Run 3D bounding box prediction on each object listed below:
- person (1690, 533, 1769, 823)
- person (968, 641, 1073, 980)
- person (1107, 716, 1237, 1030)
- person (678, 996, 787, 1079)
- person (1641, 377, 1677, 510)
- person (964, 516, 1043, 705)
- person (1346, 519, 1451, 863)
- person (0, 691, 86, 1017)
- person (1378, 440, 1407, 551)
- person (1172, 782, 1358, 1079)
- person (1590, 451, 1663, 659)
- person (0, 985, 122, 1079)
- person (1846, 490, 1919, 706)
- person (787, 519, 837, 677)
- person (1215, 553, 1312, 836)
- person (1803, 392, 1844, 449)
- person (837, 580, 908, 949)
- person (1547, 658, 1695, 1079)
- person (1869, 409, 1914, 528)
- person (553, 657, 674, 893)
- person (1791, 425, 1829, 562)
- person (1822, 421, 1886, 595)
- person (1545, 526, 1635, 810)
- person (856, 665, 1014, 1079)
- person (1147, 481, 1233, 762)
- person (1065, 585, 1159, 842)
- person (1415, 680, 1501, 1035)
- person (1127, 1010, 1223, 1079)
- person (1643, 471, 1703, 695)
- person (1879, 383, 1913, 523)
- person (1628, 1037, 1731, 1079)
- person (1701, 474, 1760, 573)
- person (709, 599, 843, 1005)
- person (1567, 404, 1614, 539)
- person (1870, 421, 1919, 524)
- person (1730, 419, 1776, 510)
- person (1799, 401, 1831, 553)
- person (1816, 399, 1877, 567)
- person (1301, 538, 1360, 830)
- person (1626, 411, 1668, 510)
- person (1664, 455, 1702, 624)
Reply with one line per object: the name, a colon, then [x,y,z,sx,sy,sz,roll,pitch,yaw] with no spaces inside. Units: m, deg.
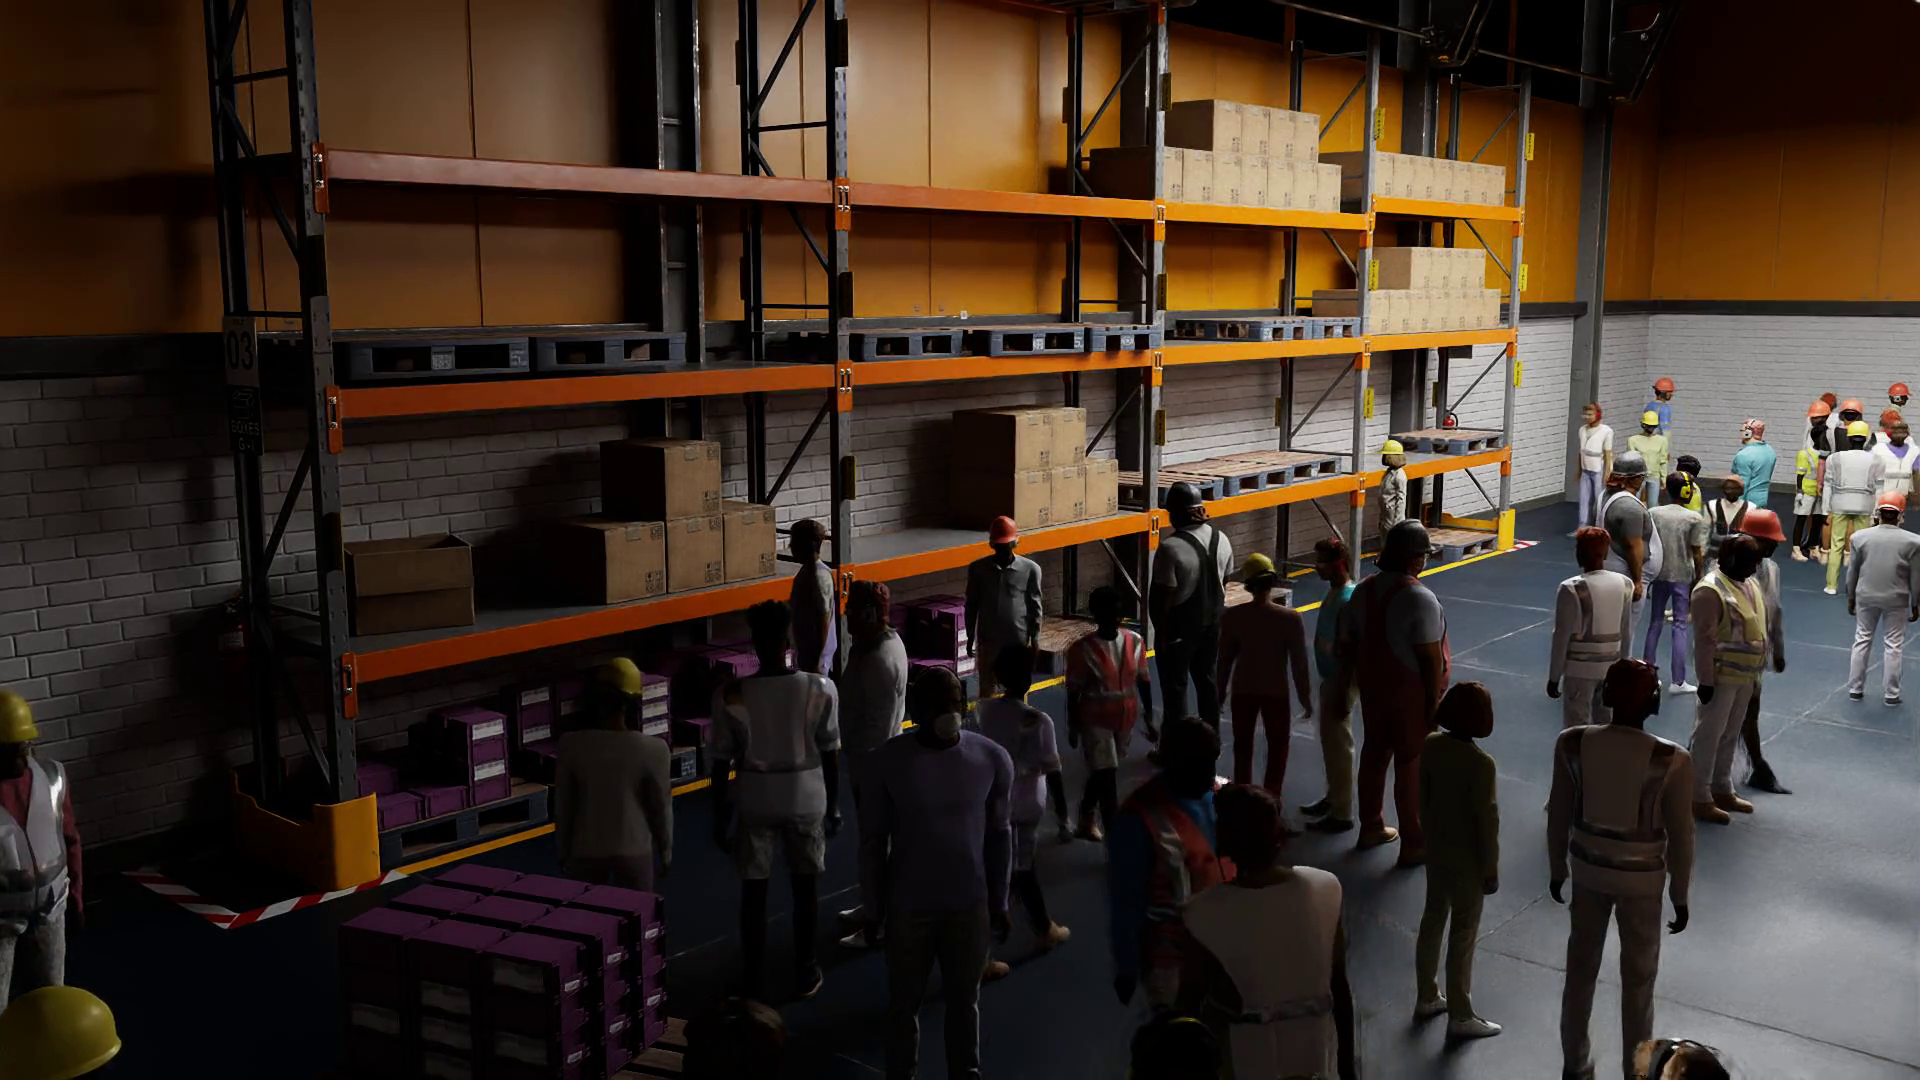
person: [4.918,0.865,10.640,0.637,1.840,0.429,-7,11,-38]
person: [0.295,1.329,8.264,0.799,1.656,0.574,-7,11,-40]
person: [0.908,1.562,6.228,0.663,1.823,0.583,-7,12,-40]
person: [-0.458,1.926,3.832,0.345,1.837,0.502,-2,9,-10]
person: [10.212,-1.352,24.290,0.391,2.040,0.615,-1,9,-5]
person: [0.308,0.689,12.062,0.572,1.748,0.335,1,9,9]
person: [2.656,0.877,9.918,0.536,2.000,0.677,-5,10,-29]
person: [-3.793,1.491,6.661,0.403,1.824,0.594,5,10,30]
person: [4.605,-0.200,17.824,0.297,1.744,0.487,-1,9,-8]
person: [0.969,1.689,5.396,0.607,1.817,0.521,-3,9,-20]
person: [5.556,0.268,13.851,0.537,2.000,0.679,-1,9,-4]
person: [-1.914,1.900,3.689,0.589,1.927,0.386,4,10,26]
person: [7.512,0.465,13.520,0.565,1.745,0.348,8,12,42]
person: [-1.011,0.769,11.248,0.344,1.846,0.506,-3,9,-16]
person: [1.887,0.956,10.362,0.587,1.747,0.398,3,9,20]
person: [12.427,-1.200,23.930,0.559,1.855,0.844,7,11,38]
person: [-0.472,1.146,8.619,0.410,1.909,0.643,0,9,-3]
person: [2.744,1.418,6.935,0.585,1.882,0.337,7,11,40]
person: [11.291,-0.657,20.315,0.586,1.882,0.343,4,10,26]
person: [-1.556,1.395,7.506,0.536,1.753,0.339,0,9,-3]
person: [10.476,-0.575,20.413,0.533,1.694,0.320,-2,9,-14]
person: [9.727,-0.337,18.145,0.587,1.920,0.397,4,10,26]
person: [4.039,0.846,10.659,0.578,1.875,0.343,-3,9,-21]
person: [-0.092,1.445,6.588,0.634,1.940,0.367,-2,9,-11]
person: [1.590,0.573,11.883,0.682,2.000,0.535,-6,11,-36]
person: [0.871,1.073,9.904,0.533,1.653,0.871,-5,10,-29]
person: [2.284,1.439,7.607,0.278,1.633,0.507,-3,9,-21]
person: [0.399,1.930,3.980,0.548,1.799,1.076,-3,9,-18]
person: [5.936,0.354,13.870,0.312,1.862,0.535,-8,12,-41]
person: [13.314,-1.243,23.744,0.380,1.995,0.611,3,9,16]
person: [1.584,1.971,3.575,0.501,1.827,0.498,-9,12,-44]
person: [7.350,0.166,15.867,0.524,1.612,0.454,6,11,34]
person: [-0.865,1.247,7.874,0.621,1.944,0.442,-1,9,-7]
person: [8.400,-0.893,22.012,0.426,1.834,0.563,-3,9,-20]
person: [10.943,-0.488,19.453,0.554,1.809,0.722,-1,9,-3]
person: [8.784,-0.396,18.566,0.641,1.908,0.407,-7,11,-37]
person: [10.848,-0.797,21.073,0.386,1.931,0.544,-1,9,-9]
person: [10.669,-0.685,20.051,0.611,2.030,0.410,5,10,28]
person: [2.395,0.896,10.436,0.391,1.841,0.594,1,9,8]
person: [8.945,-0.806,21.682,0.525,1.760,0.340,1,9,8]
person: [7.285,-0.009,16.741,0.315,1.696,0.540,2,9,14]
